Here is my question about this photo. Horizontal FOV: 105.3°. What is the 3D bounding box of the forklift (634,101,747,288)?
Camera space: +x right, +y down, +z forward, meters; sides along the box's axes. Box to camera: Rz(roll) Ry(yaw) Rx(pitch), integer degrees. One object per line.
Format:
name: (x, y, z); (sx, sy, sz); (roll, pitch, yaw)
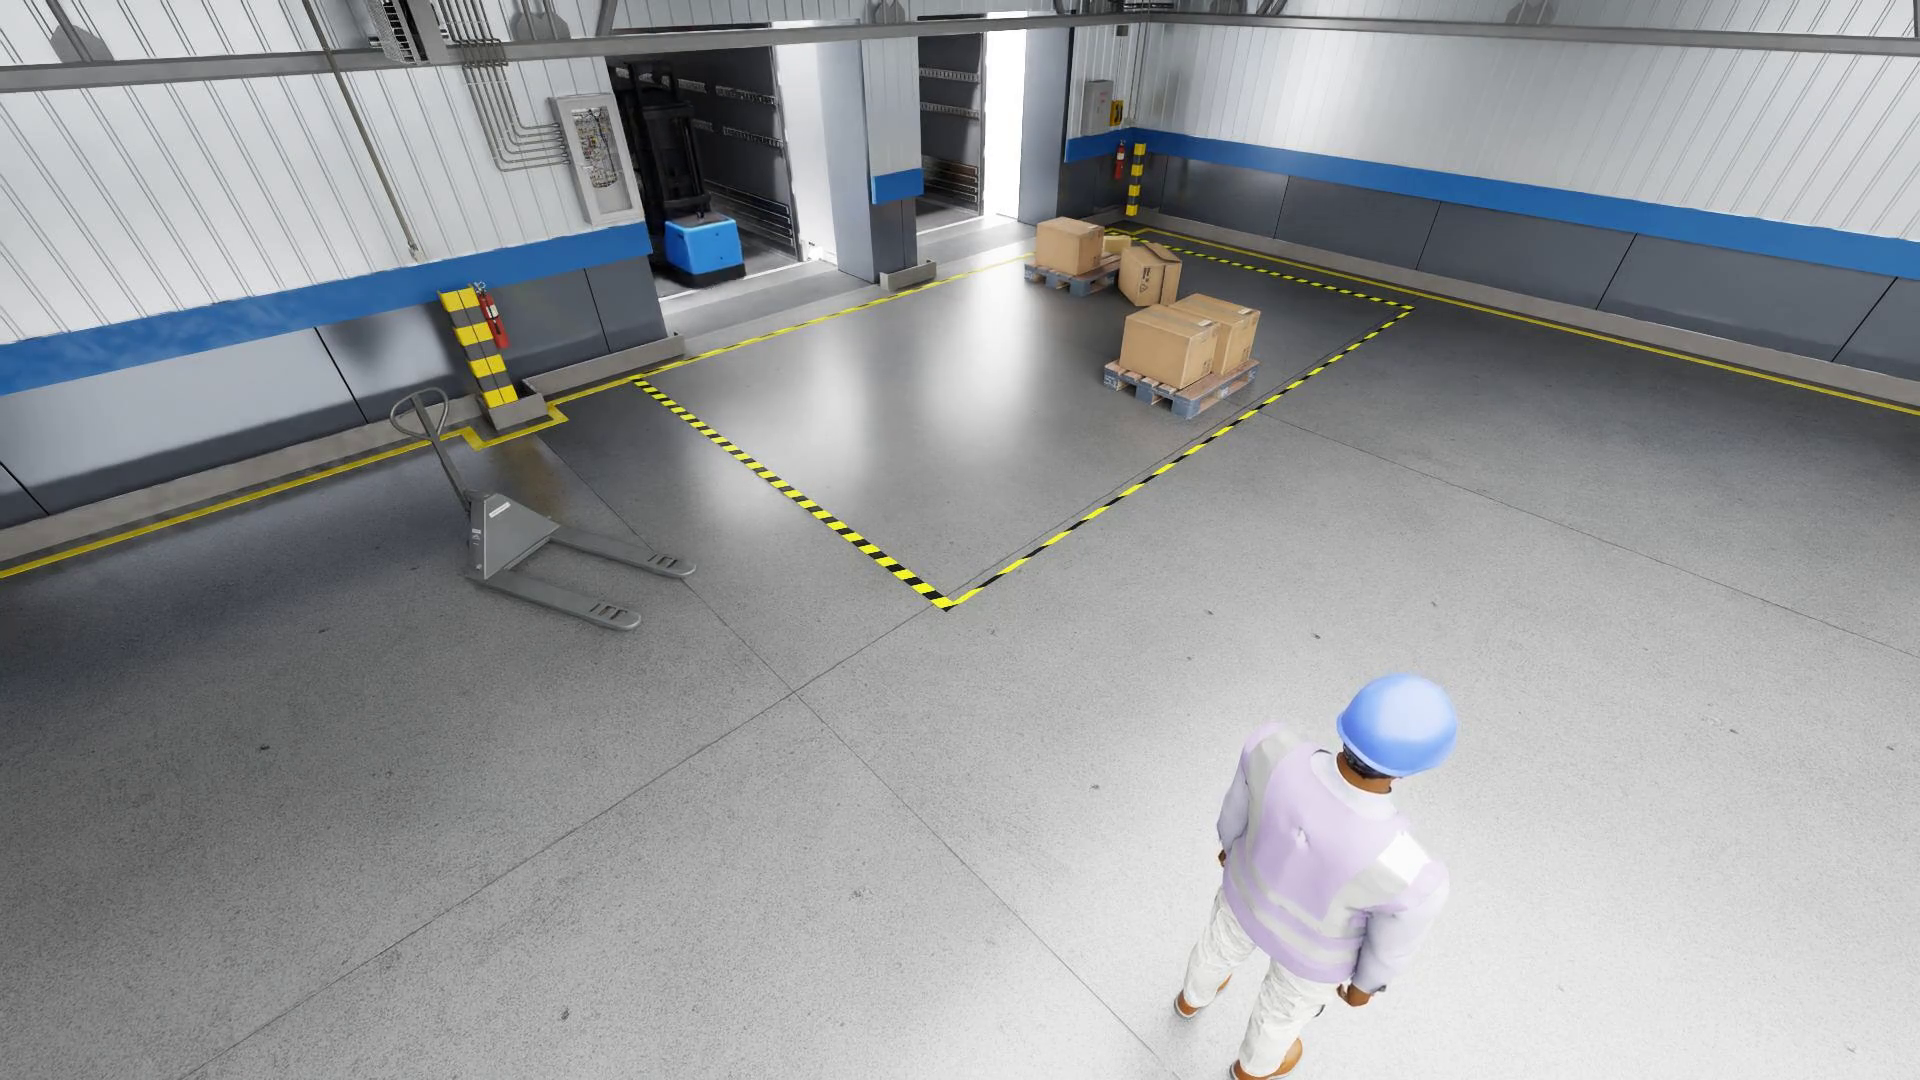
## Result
forklift: (-3.368, -4.290, 9.168); (0.716, 2.013, 0.776); (-30, 47, -33)

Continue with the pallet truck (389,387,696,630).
pallet truck: (-2.613, -0.247, 4.593); (1.601, 1.201, 0.680); (14, 40, 17)

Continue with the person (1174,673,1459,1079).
person: (1.024, 1.118, 2.247); (0.384, 1.948, 0.600); (-21, 42, -25)
